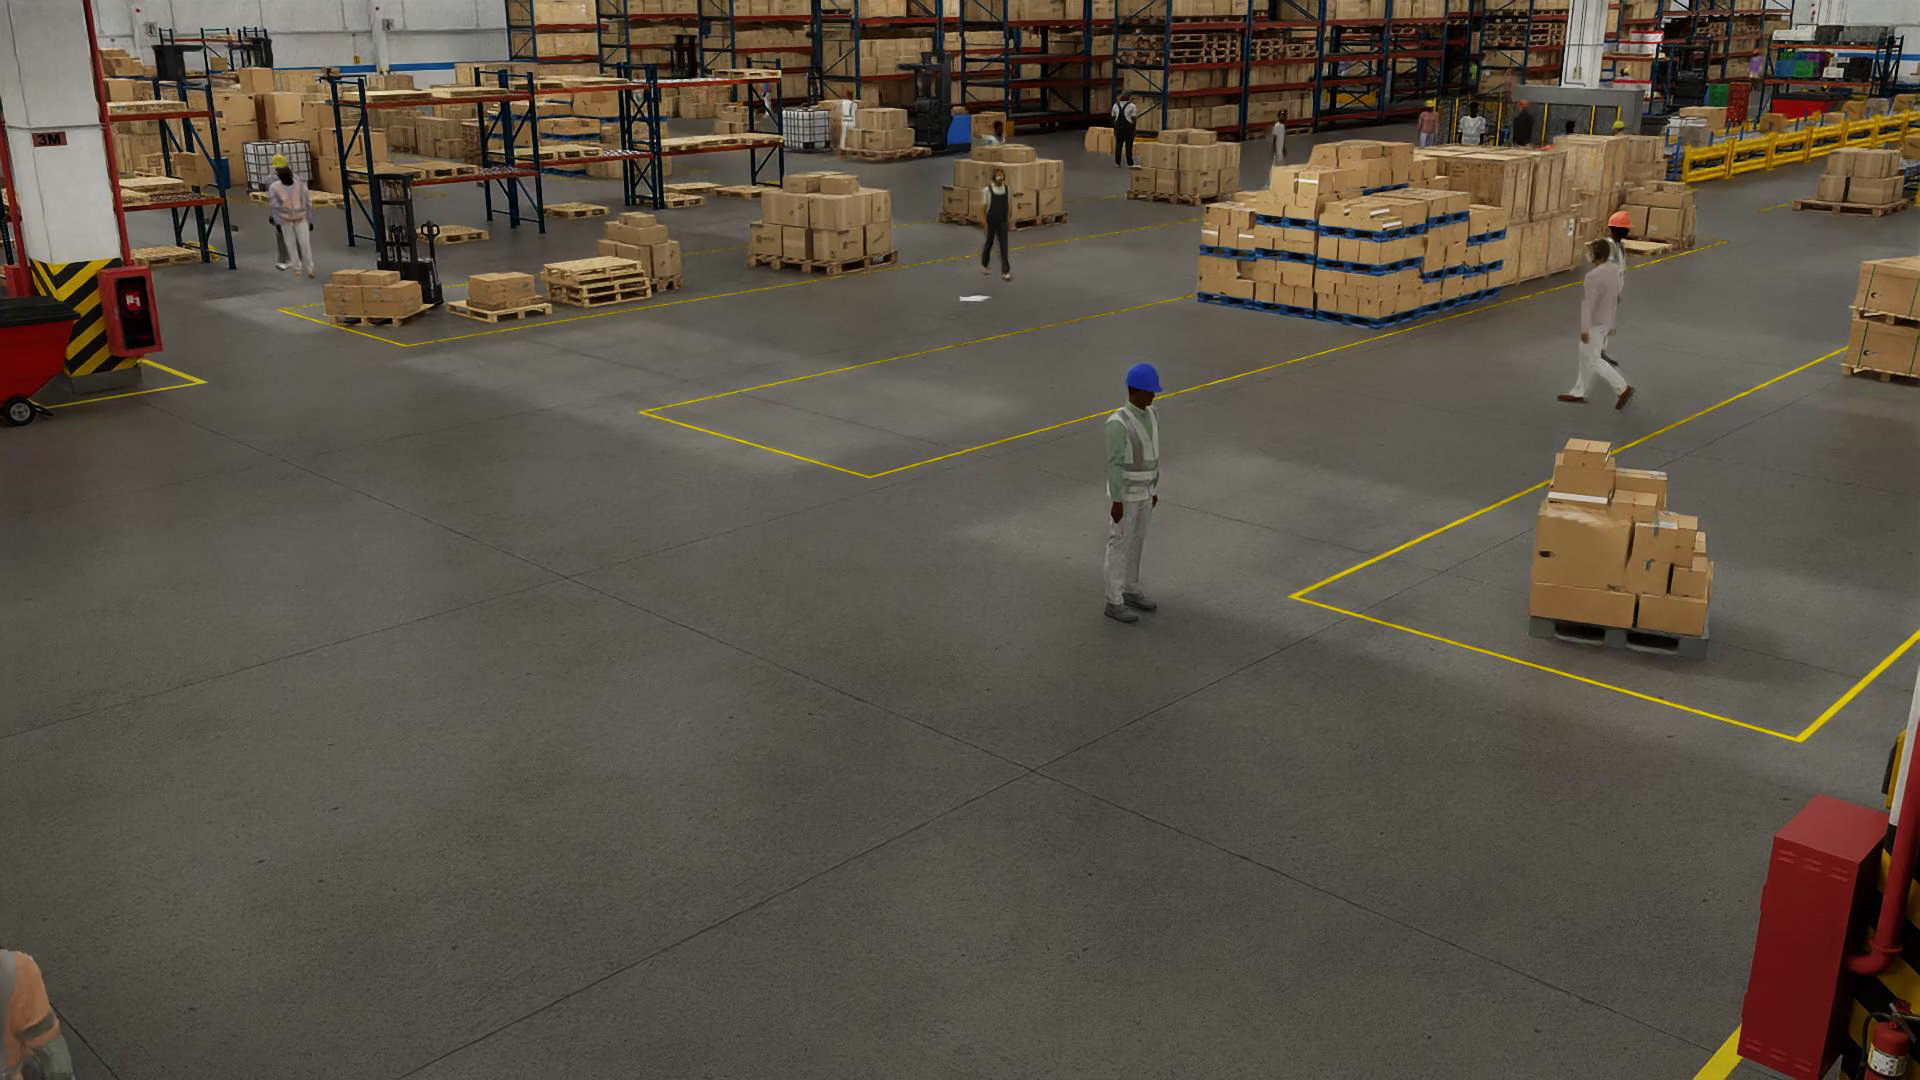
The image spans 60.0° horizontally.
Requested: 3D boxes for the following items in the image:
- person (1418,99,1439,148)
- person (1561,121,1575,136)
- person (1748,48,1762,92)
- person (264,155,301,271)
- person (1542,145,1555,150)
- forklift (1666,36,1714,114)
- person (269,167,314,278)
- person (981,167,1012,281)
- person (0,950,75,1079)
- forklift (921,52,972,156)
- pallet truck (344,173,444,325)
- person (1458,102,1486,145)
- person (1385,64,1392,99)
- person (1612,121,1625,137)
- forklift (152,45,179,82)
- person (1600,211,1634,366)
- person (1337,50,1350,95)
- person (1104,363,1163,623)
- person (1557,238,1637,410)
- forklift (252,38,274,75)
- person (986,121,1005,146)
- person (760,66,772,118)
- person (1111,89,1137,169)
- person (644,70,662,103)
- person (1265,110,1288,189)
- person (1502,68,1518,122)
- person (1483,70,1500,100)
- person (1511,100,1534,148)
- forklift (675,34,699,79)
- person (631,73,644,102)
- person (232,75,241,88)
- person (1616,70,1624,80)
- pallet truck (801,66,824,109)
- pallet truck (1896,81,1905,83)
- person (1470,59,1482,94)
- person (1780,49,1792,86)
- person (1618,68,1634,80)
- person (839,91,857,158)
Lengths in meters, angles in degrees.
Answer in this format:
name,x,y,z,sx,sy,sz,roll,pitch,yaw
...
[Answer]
name,x,y,z,sx,sy,sz,roll,pitch,yaw
person,12.375,-10.793,44.070,0.525,1.745,0.621,1,18,2
person,13.852,-8.741,38.034,0.538,1.653,0.867,-15,24,-38
person,36.032,-21.302,75.447,0.570,1.924,0.421,17,25,41
person,-11.253,-5.444,27.737,0.607,1.878,0.953,-3,19,-10
person,10.423,-6.091,29.690,0.996,1.884,0.547,14,23,37
forklift,27.341,-17.291,61.877,1.129,2.768,1.873,17,25,41
person,-10.785,-5.129,26.937,0.639,1.786,0.953,-9,20,-24
person,0.570,-5.168,27.049,0.526,1.808,0.957,-7,20,-20
person,-3.326,1.894,5.617,0.618,1.879,0.947,-7,20,-21
forklift,-0.639,-12.331,46.934,1.129,2.768,1.873,17,25,41
pallet truck,-8.209,-4.181,23.757,0.823,1.965,1.885,3,19,9
person,12.179,-9.453,39.688,0.612,1.966,0.362,7,19,19
person,17.239,-18.299,66.890,0.513,1.615,0.518,-12,22,-33
person,14.549,-8.439,37.006,0.775,1.731,0.540,11,21,29
forklift,-25.011,-14.211,52.597,1.129,2.768,1.873,17,25,41
person,8.035,-3.075,20.519,0.358,1.938,0.545,13,22,35
person,17.058,-20.792,73.950,0.850,1.916,0.637,-11,21,-29
person,1.295,-0.363,12.336,0.405,1.943,0.615,12,22,32
person,7.176,-2.386,18.503,0.854,1.914,0.638,16,24,40
forklift,-24.839,-16.535,59.600,1.129,2.768,1.873,17,25,41
person,0.737,-7.954,35.334,1.004,1.874,0.610,14,23,36
person,-7.062,-16.335,60.618,0.429,1.847,0.627,2,18,7
person,4.330,-10.758,43.505,0.676,2.000,0.536,11,21,31
person,-10.429,-14.993,56.478,0.594,1.910,0.384,-3,19,-10
person,7.511,-9.075,38.739,0.802,1.839,0.550,9,20,26
person,19.301,-15.600,58.340,0.651,1.885,0.791,-13,23,-35
person,22.388,-19.531,70.019,0.647,1.990,1.051,15,24,39
person,13.582,-9.694,40.433,0.620,1.952,0.949,-5,19,-14
forklift,-10.541,-18.138,64.429,1.129,2.768,1.873,17,25,41
person,-11.737,-16.159,60.478,0.516,1.595,0.855,1,18,2
person,-22.520,-13.592,52.204,0.629,1.940,0.373,-13,23,-35
person,24.608,-16.643,61.847,0.543,1.643,0.894,14,23,36
pallet truck,-4.812,-15.182,56.903,0.823,1.965,1.885,-9,21,-26
pallet truck,34.802,-16.331,61.455,0.653,1.274,1.630,17,25,41
person,21.915,-19.572,70.618,0.370,1.686,0.536,-16,24,-40
person,40.047,-22.888,80.482,0.328,1.767,0.530,-10,21,-28
person,23.848,-16.020,59.706,0.610,1.818,0.555,15,24,38
person,-3.048,-11.564,46.290,0.579,1.816,1.029,11,21,30
